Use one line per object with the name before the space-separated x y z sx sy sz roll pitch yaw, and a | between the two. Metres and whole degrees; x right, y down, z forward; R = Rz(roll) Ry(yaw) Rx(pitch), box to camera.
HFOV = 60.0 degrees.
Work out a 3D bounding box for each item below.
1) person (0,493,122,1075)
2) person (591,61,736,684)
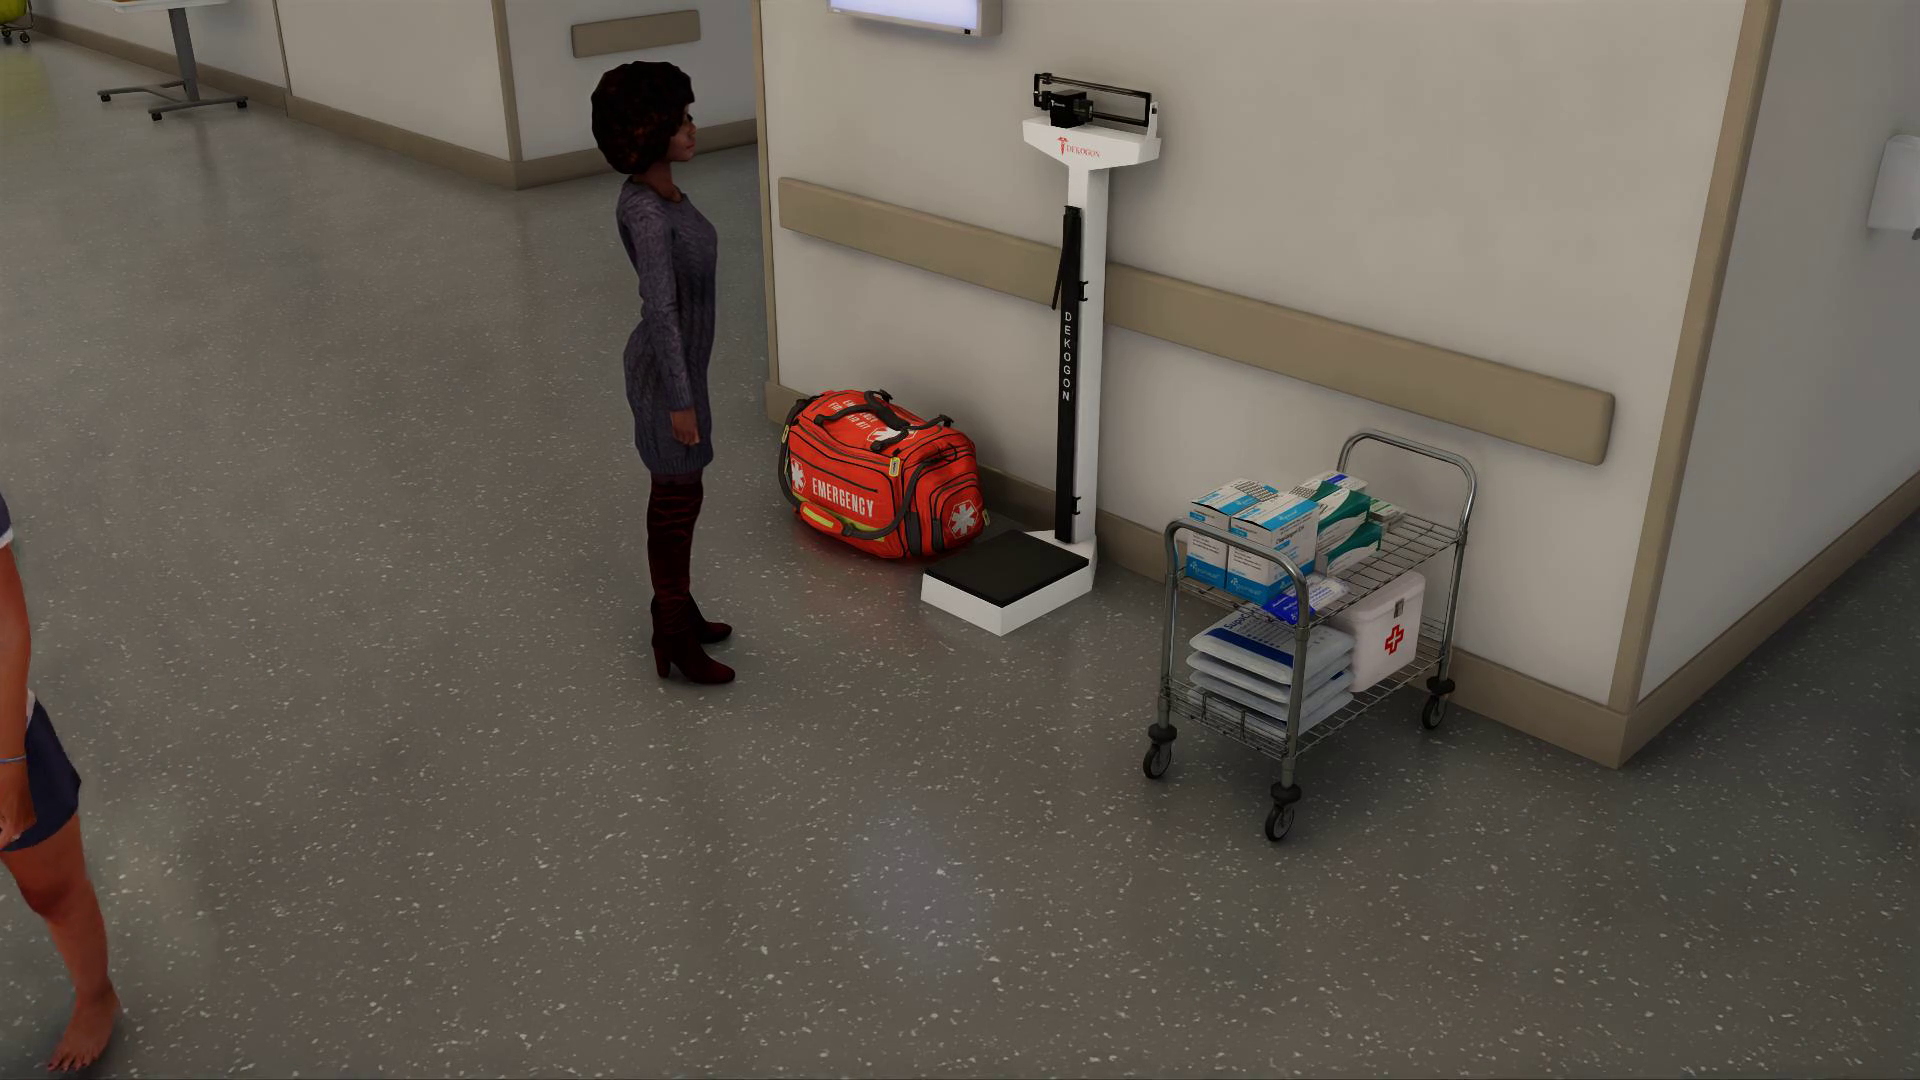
person | -1.804 0.359 3.042 0.908 1.591 0.995 -2 26 -4
person | -0.792 -0.426 4.532 0.723 1.711 0.639 -3 26 -6
